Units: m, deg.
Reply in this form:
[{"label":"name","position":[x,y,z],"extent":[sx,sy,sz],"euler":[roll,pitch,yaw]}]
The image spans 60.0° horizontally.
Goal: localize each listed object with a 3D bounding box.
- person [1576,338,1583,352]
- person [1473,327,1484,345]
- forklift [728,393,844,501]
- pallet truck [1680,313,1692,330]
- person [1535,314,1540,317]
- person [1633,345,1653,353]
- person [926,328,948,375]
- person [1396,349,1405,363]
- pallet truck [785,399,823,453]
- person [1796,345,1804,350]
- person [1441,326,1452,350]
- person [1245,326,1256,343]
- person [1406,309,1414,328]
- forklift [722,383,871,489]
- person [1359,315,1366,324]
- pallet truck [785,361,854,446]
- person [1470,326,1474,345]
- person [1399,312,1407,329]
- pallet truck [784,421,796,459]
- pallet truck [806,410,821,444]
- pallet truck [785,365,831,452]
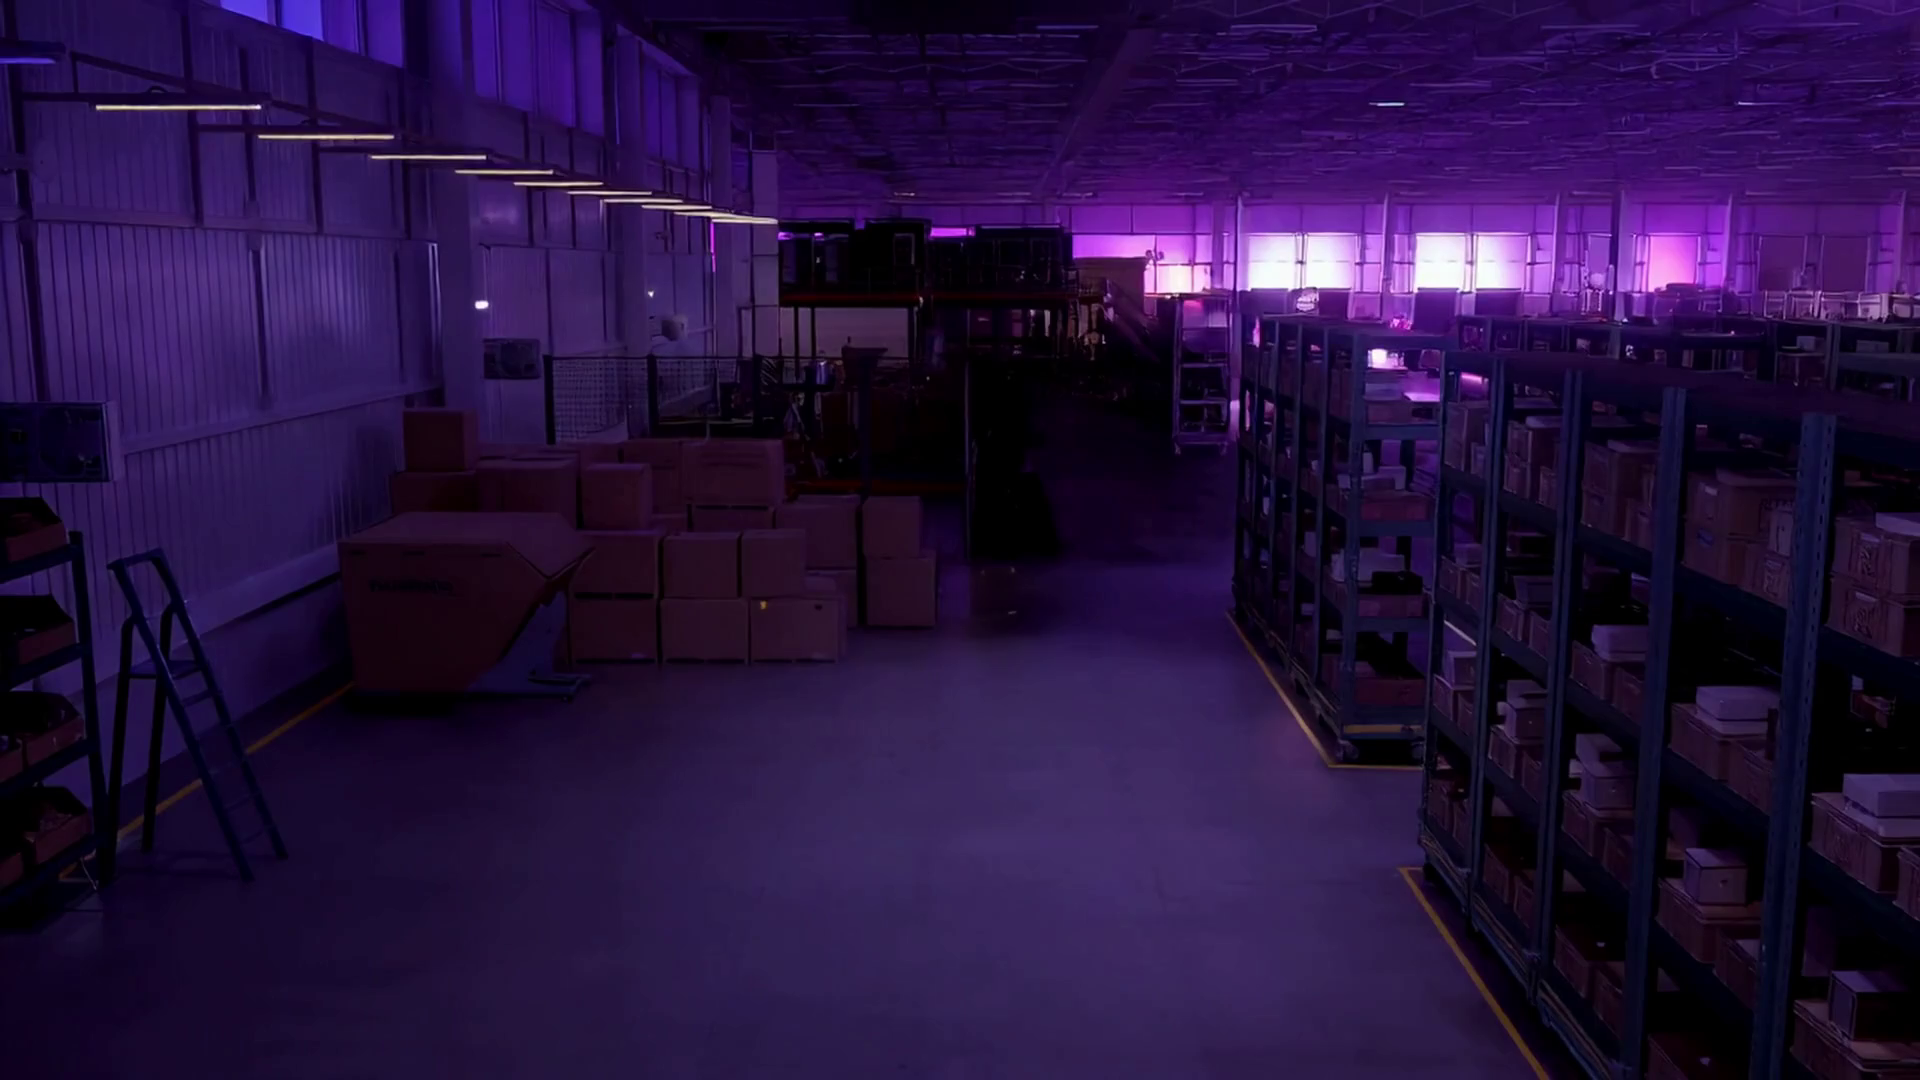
[{"label":"person","position":[20.818,-5.895,56.188],"extent":[0.555,1.818,0.961],"euler":[8,12,42]},{"label":"person","position":[23.985,-9.217,76.752],"extent":[0.953,1.791,0.641],"euler":[-7,11,-35]},{"label":"forklift","position":[-2.979,-1.316,26.476],"extent":[2.680,1.987,1.157],"euler":[0,9,1]},{"label":"pallet truck","position":[36.315,-10.531,84.244],"extent":[0.823,1.965,1.885],"euler":[-6,11,-33]},{"label":"person","position":[28.023,-9.967,80.817],"extent":[0.449,1.979,0.614],"euler":[-5,11,-29]},{"label":"person","position":[24.334,-6.524,59.392],"extent":[0.689,2.000,0.535],"euler":[0,9,-1]},{"label":"person","position":[-0.848,-7.421,65.570],"extent":[0.976,1.838,0.593],"euler":[2,9,12]},{"label":"person","position":[13.624,-5.080,51.384],"extent":[0.357,1.759,0.541],"euler":[-3,10,-15]},{"label":"pallet truck","position":[-3.814,-2.432,36.419],"extent":[1.630,1.274,0.653],"euler":[0,9,1]},{"label":"person","position":[27.824,-5.655,55.208],"extent":[0.539,1.660,0.851],"euler":[1,9,7]},{"label":"person","position":[20.237,-7.962,68.914],"extent":[0.527,1.837,0.900],"euler":[6,11,34]},{"label":"person","position":[12.730,-8.682,73.399],"extent":[0.854,1.804,0.647],"euler":[5,11,30]},{"label":"person","position":[25.638,-12.209,94.839],"extent":[0.394,1.921,0.584],"euler":[8,12,40]},{"label":"forklift","position":[-2.893,-1.687,28.729],"extent":[2.680,1.987,1.157],"euler":[0,9,-1]},{"label":"person","position":[20.088,-10.287,82.959],"extent":[0.512,1.920,0.650],"euler":[2,9,10]},{"label":"pallet truck","position":[-3.410,-3.193,38.978],"extent":[1.885,1.965,0.823],"euler":[0,9,-1]},{"label":"person","position":[24.855,-9.832,80.226],"extent":[0.626,1.906,0.612],"euler":[3,10,19]},{"label":"person","position":[23.386,-11.104,88.083],"extent":[0.606,1.907,0.986],"euler":[-8,12,-41]},{"label":"pallet truck","position":[-4.013,-1.793,32.705],"extent":[1.601,1.201,0.680],"euler":[0,9,1]},{"label":"pallet truck","position":[-3.559,-2.018,33.905],"extent":[1.522,1.261,0.704],"euler":[0,9,-1]},{"label":"pallet truck","position":[-3.774,-2.976,37.635],"extent":[1.885,1.965,0.823],"euler":[1,9,5]}]
